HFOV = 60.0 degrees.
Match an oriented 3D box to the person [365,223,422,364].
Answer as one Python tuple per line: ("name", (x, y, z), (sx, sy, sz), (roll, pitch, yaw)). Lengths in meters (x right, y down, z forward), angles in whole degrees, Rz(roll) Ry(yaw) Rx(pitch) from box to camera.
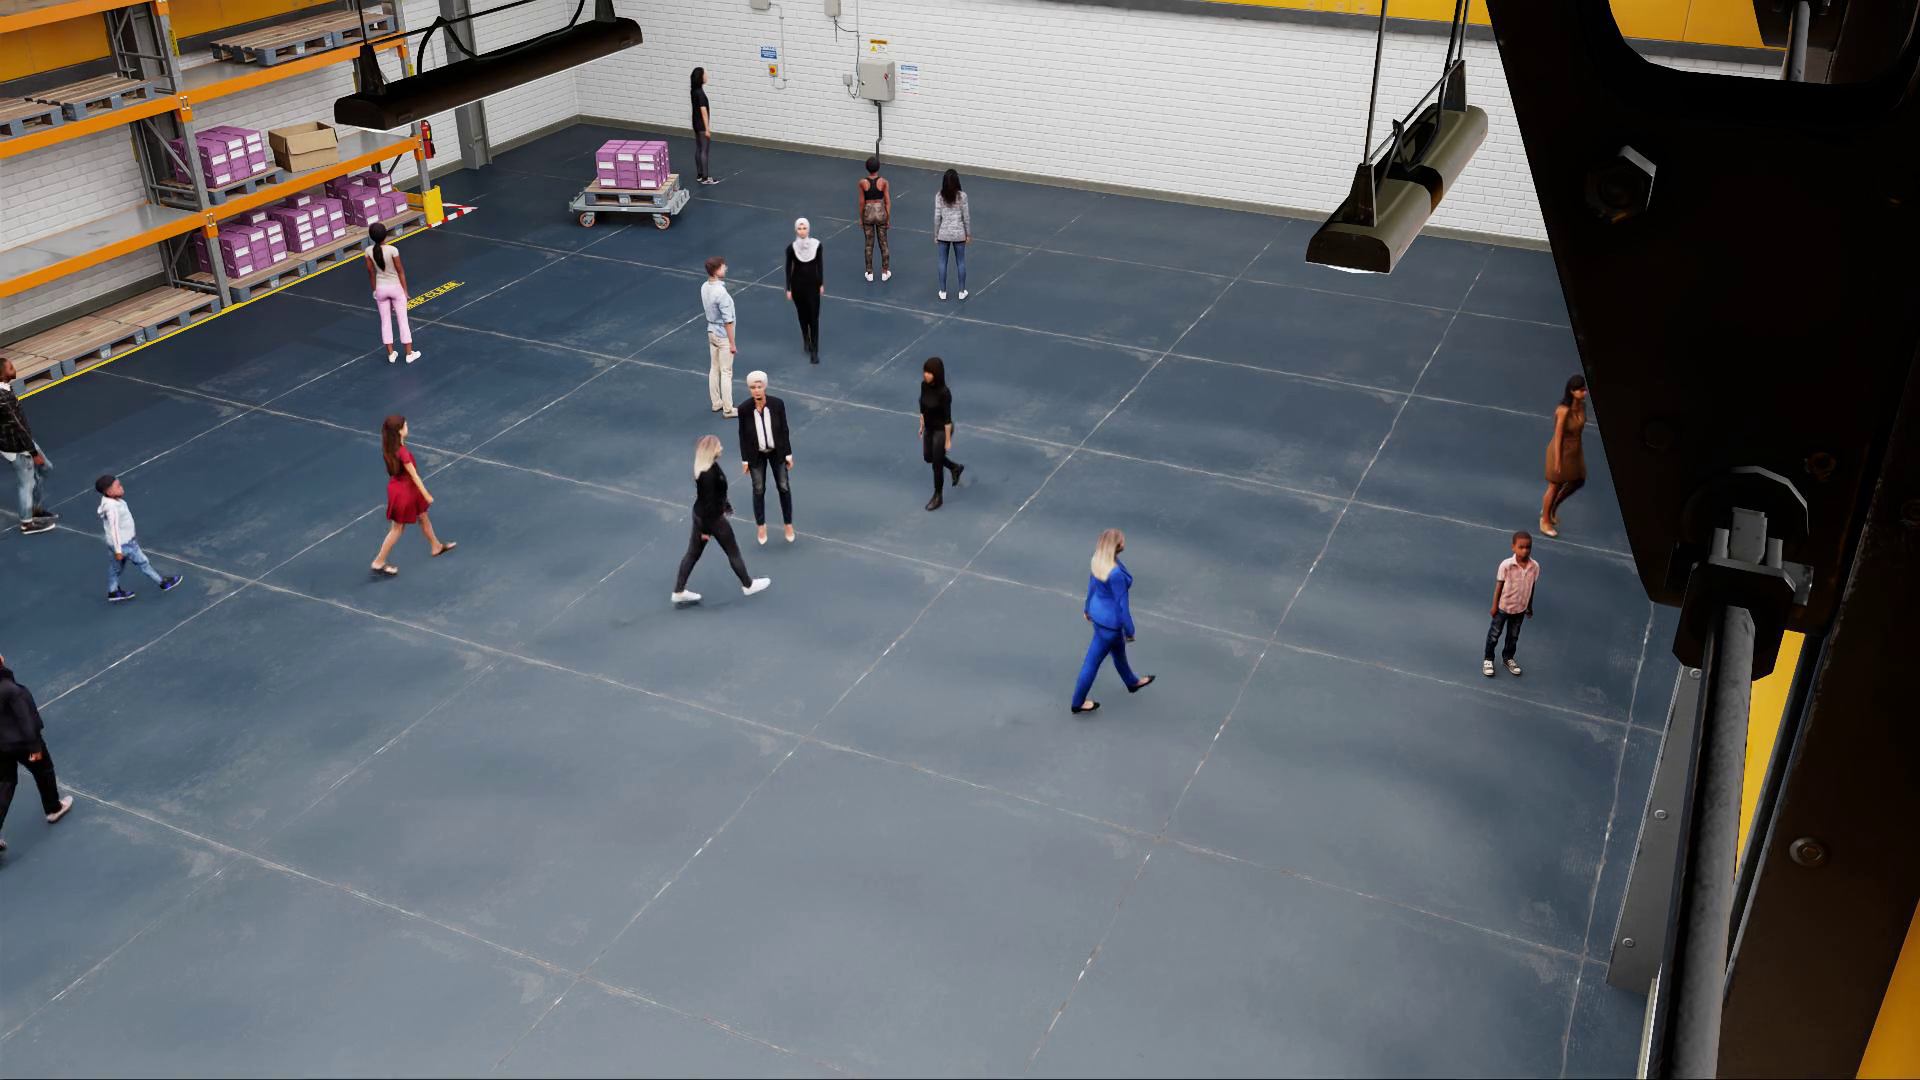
("person", (-6.847, -2.976, 19.965), (0.645, 1.741, 0.637), (1, 29, 2))

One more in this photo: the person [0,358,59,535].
("person", (-9.197, -0.874, 16.046), (0.840, 1.805, 0.803), (-16, 32, -26))

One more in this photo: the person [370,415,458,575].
("person", (-5.241, -0.393, 15.466), (1.146, 1.516, 0.864), (-20, 34, -32))

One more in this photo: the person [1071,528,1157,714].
("person", (1.084, 0.687, 13.327), (1.115, 1.668, 1.068), (-9, 30, -16))

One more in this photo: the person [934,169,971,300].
("person", (-0.117, -4.034, 21.916), (0.689, 1.731, 0.659), (1, 29, 2))

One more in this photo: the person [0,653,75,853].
("person", (-6.857, 1.502, 11.910), (0.836, 1.594, 1.100), (4, 29, 7))

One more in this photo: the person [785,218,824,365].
("person", (-1.879, -3.032, 20.083), (1.048, 1.726, 1.237), (-4, 29, -8))

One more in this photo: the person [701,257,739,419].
("person", (-2.676, -2.277, 18.572), (0.726, 1.848, 0.733), (-19, 34, -31))

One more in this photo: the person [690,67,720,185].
("person", (-4.146, -6.638, 26.579), (0.736, 1.836, 0.701), (-13, 31, -23))

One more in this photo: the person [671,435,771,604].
("person", (-2.339, -0.141, 14.878), (1.186, 1.635, 1.090), (-12, 31, -21))

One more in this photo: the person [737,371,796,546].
("person", (-1.789, -0.792, 15.758), (0.835, 1.779, 0.772), (-4, 29, -7))

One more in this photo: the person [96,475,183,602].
("person", (-7.641, 0.008, 15.031), (0.924, 1.228, 0.799), (-15, 32, -25))

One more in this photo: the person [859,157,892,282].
("person", (-1.158, -4.360, 22.546), (0.654, 1.699, 0.666), (-1, 29, -1))

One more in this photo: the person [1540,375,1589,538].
("person", (5.788, -0.837, 16.107), (0.660, 1.680, 0.758), (-21, 35, -33))

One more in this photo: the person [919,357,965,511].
("person", (-0.173, -1.115, 16.676), (0.920, 1.625, 0.754), (-25, 37, -38))

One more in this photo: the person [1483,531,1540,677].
("person", (4.649, 0.522, 14.007), (0.583, 1.306, 0.612), (-1, 29, -3))
